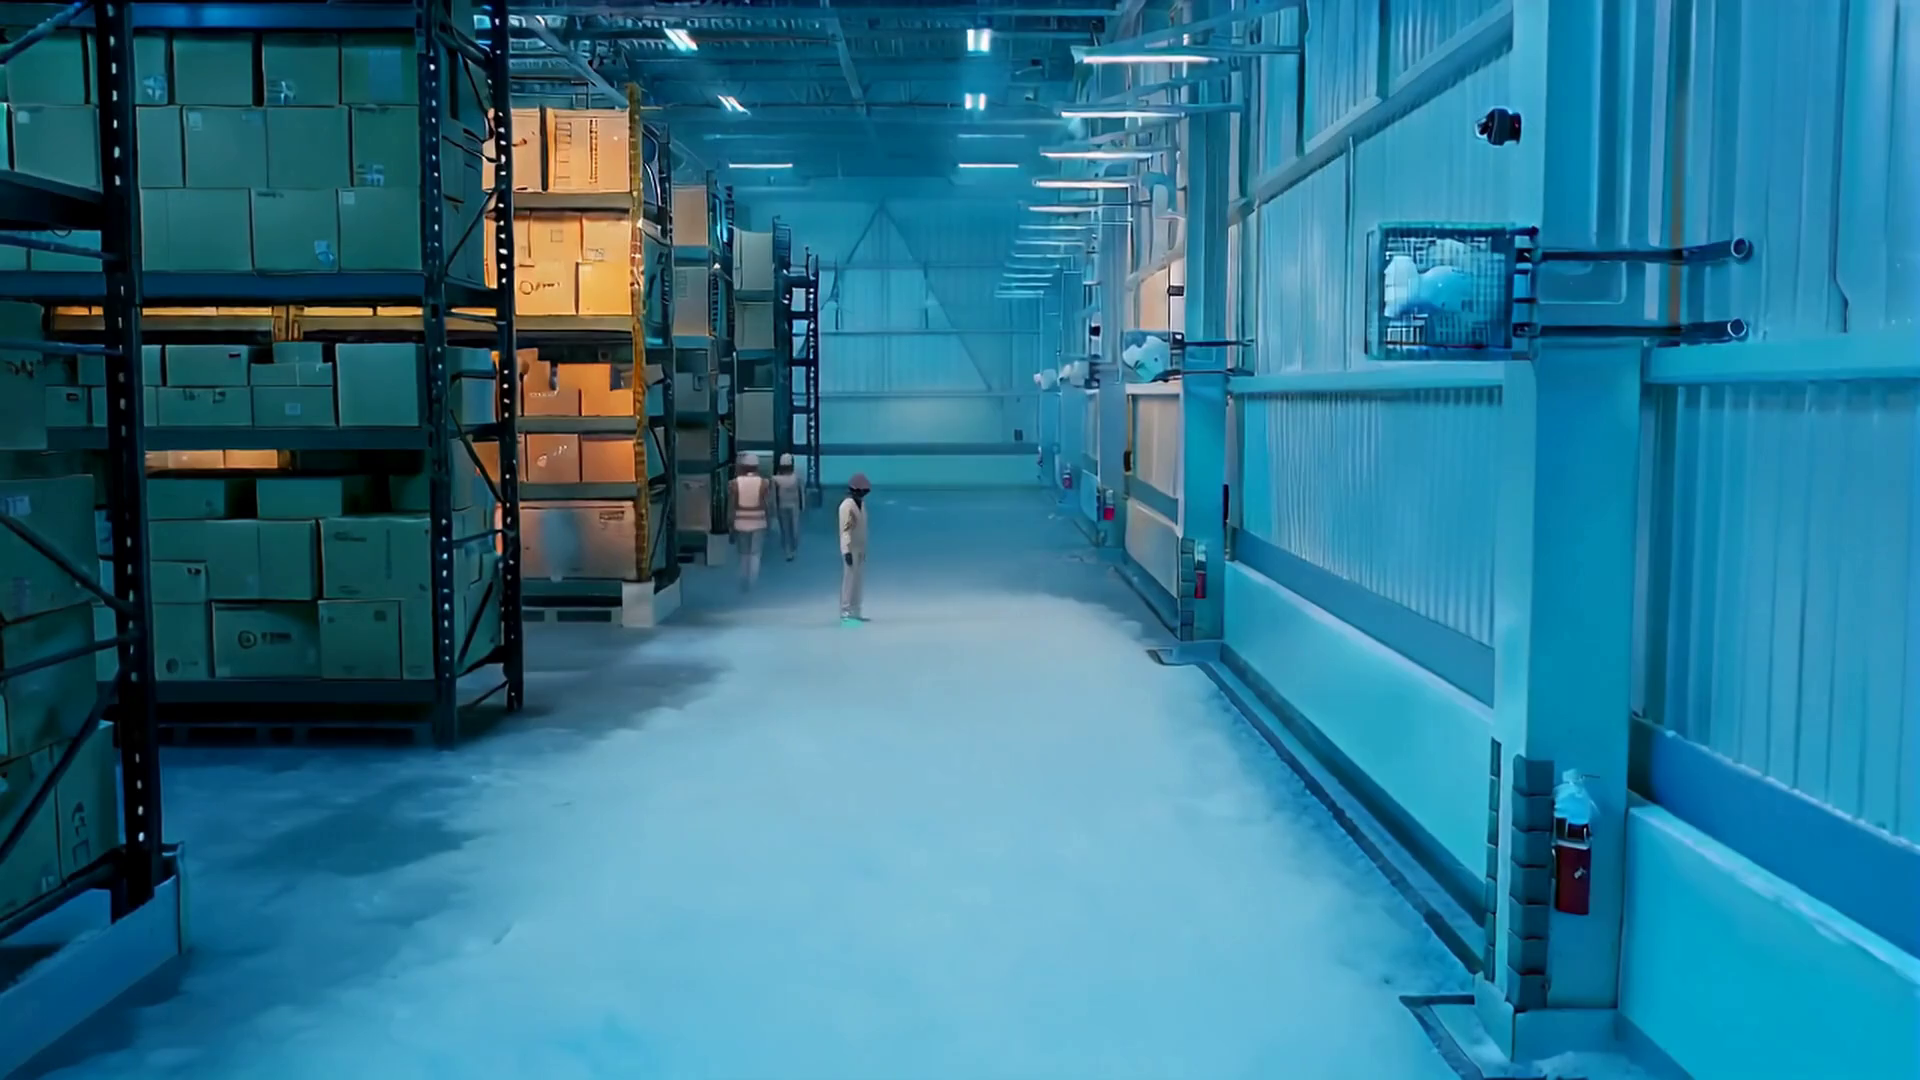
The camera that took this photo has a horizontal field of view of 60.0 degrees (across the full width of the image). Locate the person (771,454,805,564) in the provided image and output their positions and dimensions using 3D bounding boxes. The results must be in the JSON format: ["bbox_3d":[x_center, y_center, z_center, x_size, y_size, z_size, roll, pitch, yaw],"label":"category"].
[{"bbox_3d":[-2.720,-0.481,26.110,0.545,1.723,0.861,0,5,0],"label":"person"}]

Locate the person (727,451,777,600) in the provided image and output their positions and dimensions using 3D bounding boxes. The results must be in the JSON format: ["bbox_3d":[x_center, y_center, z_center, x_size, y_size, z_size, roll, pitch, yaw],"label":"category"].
[{"bbox_3d":[-2.693,-0.195,21.735,0.635,1.910,0.868,0,5,5],"label":"person"}]

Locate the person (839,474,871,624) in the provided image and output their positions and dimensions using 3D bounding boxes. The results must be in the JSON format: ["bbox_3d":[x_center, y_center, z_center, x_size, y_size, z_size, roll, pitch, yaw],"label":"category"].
[{"bbox_3d":[-1.198,0.102,19.287,0.350,1.743,0.573,2,5,20],"label":"person"}]
